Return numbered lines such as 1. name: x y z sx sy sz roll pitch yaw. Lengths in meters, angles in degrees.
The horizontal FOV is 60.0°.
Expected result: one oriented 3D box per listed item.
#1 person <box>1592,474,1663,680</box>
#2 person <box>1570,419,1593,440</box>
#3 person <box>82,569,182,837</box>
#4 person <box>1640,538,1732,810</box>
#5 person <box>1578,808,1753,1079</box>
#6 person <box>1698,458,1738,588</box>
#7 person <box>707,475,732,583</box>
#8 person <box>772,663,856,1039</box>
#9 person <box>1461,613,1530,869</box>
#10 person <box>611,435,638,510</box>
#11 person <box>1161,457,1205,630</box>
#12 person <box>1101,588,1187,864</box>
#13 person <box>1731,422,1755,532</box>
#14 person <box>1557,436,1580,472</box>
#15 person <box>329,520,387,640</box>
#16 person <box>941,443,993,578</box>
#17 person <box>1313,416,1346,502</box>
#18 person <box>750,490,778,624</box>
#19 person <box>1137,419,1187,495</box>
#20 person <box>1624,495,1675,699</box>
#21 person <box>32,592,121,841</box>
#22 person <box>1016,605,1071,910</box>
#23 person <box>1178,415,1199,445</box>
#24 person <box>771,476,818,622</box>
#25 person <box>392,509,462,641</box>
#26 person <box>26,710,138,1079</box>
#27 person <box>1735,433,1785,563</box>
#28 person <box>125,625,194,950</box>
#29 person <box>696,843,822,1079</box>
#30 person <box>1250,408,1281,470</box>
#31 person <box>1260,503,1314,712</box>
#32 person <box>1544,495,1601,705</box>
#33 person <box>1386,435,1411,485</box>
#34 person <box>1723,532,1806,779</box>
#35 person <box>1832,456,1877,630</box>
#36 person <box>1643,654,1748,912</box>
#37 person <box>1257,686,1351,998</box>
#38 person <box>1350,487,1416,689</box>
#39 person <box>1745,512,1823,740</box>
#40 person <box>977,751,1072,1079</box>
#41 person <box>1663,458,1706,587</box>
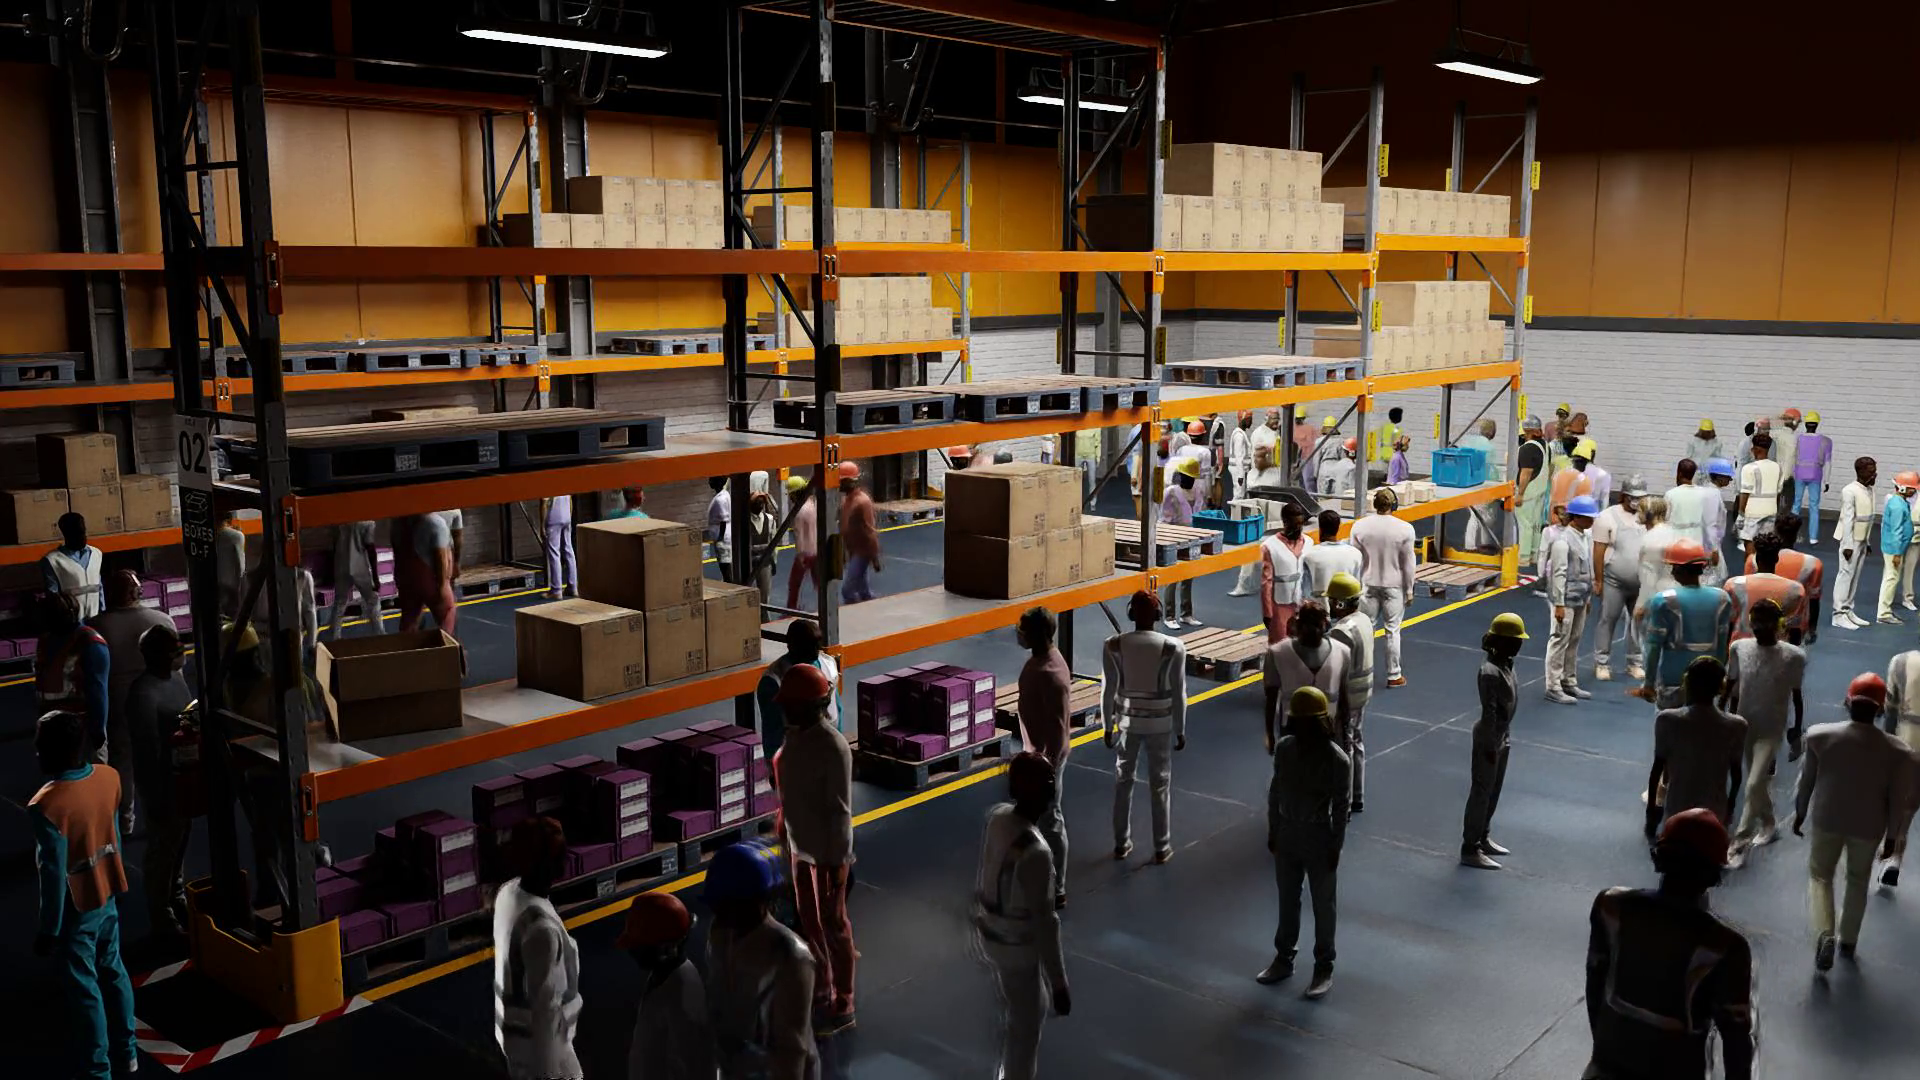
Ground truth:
1. person: 6.499 0.360 16.135 0.688 2.000 0.536 -1 10 -4
2. person: 9.578 -1.072 25.895 0.501 1.633 0.283 2 10 10
3. person: -5.864 1.153 11.810 0.642 1.905 0.399 -4 10 -23
4. person: 5.381 0.999 12.383 0.623 2.030 0.445 -1 10 -5
5. person: 2.595 2.015 6.373 0.851 2.009 0.617 9 13 44
6. person: 8.283 0.045 18.352 0.492 1.924 0.640 4 10 24
7. person: -2.788 -0.018 19.414 0.317 1.695 0.540 -1 10 -6
8. person: -0.779 1.619 8.794 0.407 1.986 0.616 -6 11 -32
9. person: 3.620 1.338 11.230 0.357 1.734 0.483 6 11 32
10. person: -4.267 -0.404 21.163 0.355 1.885 0.575 0 10 -1
11. person: 2.495 0.028 18.482 0.584 1.918 0.376 -6 11 -33
12. person: 1.239 1.258 11.266 0.580 1.880 0.349 3 10 17
13. person: 11.766 -0.924 24.825 0.322 1.697 0.531 -2 10 -13
14. person: 8.453 -0.599 22.931 0.568 1.673 0.550 5 11 26
15. person: -6.159 0.340 17.004 0.545 1.796 0.803 2 10 13
16. person: 0.164 -0.414 21.326 0.956 1.843 0.638 -9 13 -43
17. person: 5.588 -1.006 25.202 0.485 1.737 0.321 -1 10 -5
18. person: -2.194 0.276 17.865 0.514 1.634 0.313 -6 11 -33
19. person: 2.798 -0.819 23.177 0.686 2.000 0.538 3 10 20
20. person: 6.431 0.538 15.442 0.427 1.919 0.669 4 10 25
21. person: -6.097 1.252 11.449 0.624 1.835 0.431 5 11 27
22. person: 0.514 1.361 10.462 0.355 1.938 0.636 -1 10 -5
23. person: 3.301 -0.937 24.249 0.396 1.918 0.586 3 10 19
24. person: -1.756 0.156 18.307 0.844 1.702 0.538 4 11 25
25. person: -5.468 0.201 17.085 0.681 2.000 0.535 -4 10 -24
26. person: -4.279 1.765 8.115 0.375 1.917 0.598 1 10 4
27. person: 9.885 -0.340 20.582 0.598 1.958 0.376 -3 10 -19
28. person: -4.714 1.453 9.909 0.359 1.938 0.635 -1 10 -9
29. person: -0.822 2.076 6.281 0.624 1.897 0.961 8 12 40
30. person: 4.652 -1.031 24.890 0.653 1.896 0.400 -5 11 -28
31. person: 2.964 0.598 15.123 0.597 1.909 0.405 -6 11 -31
32. person: 5.650 0.544 15.343 0.608 1.940 0.416 -9 13 -43
33. person: 6.192 -0.675 23.548 0.313 1.631 0.525 3 10 20
34. person: 6.307 0.908 13.130 0.599 1.958 0.375 3 10 16
35. person: 9.969 0.020 18.531 0.587 1.920 0.390 -9 13 -41
36. person: 4.233 1.557 9.607 0.499 1.829 0.877 4 10 25
37. person: 1.917 1.662 9.251 0.487 1.744 0.297 9 13 42
38. person: 4.030 0.455 15.876 0.627 1.940 0.372 5 11 29
39. person: 7.067 0.715 14.327 0.615 1.936 0.816 6 11 31
40. person: 0.290 1.879 7.555 0.392 1.871 0.683 -3 10 -16
41. person: 7.946 0.064 18.269 0.600 1.917 0.376 -3 10 -20
